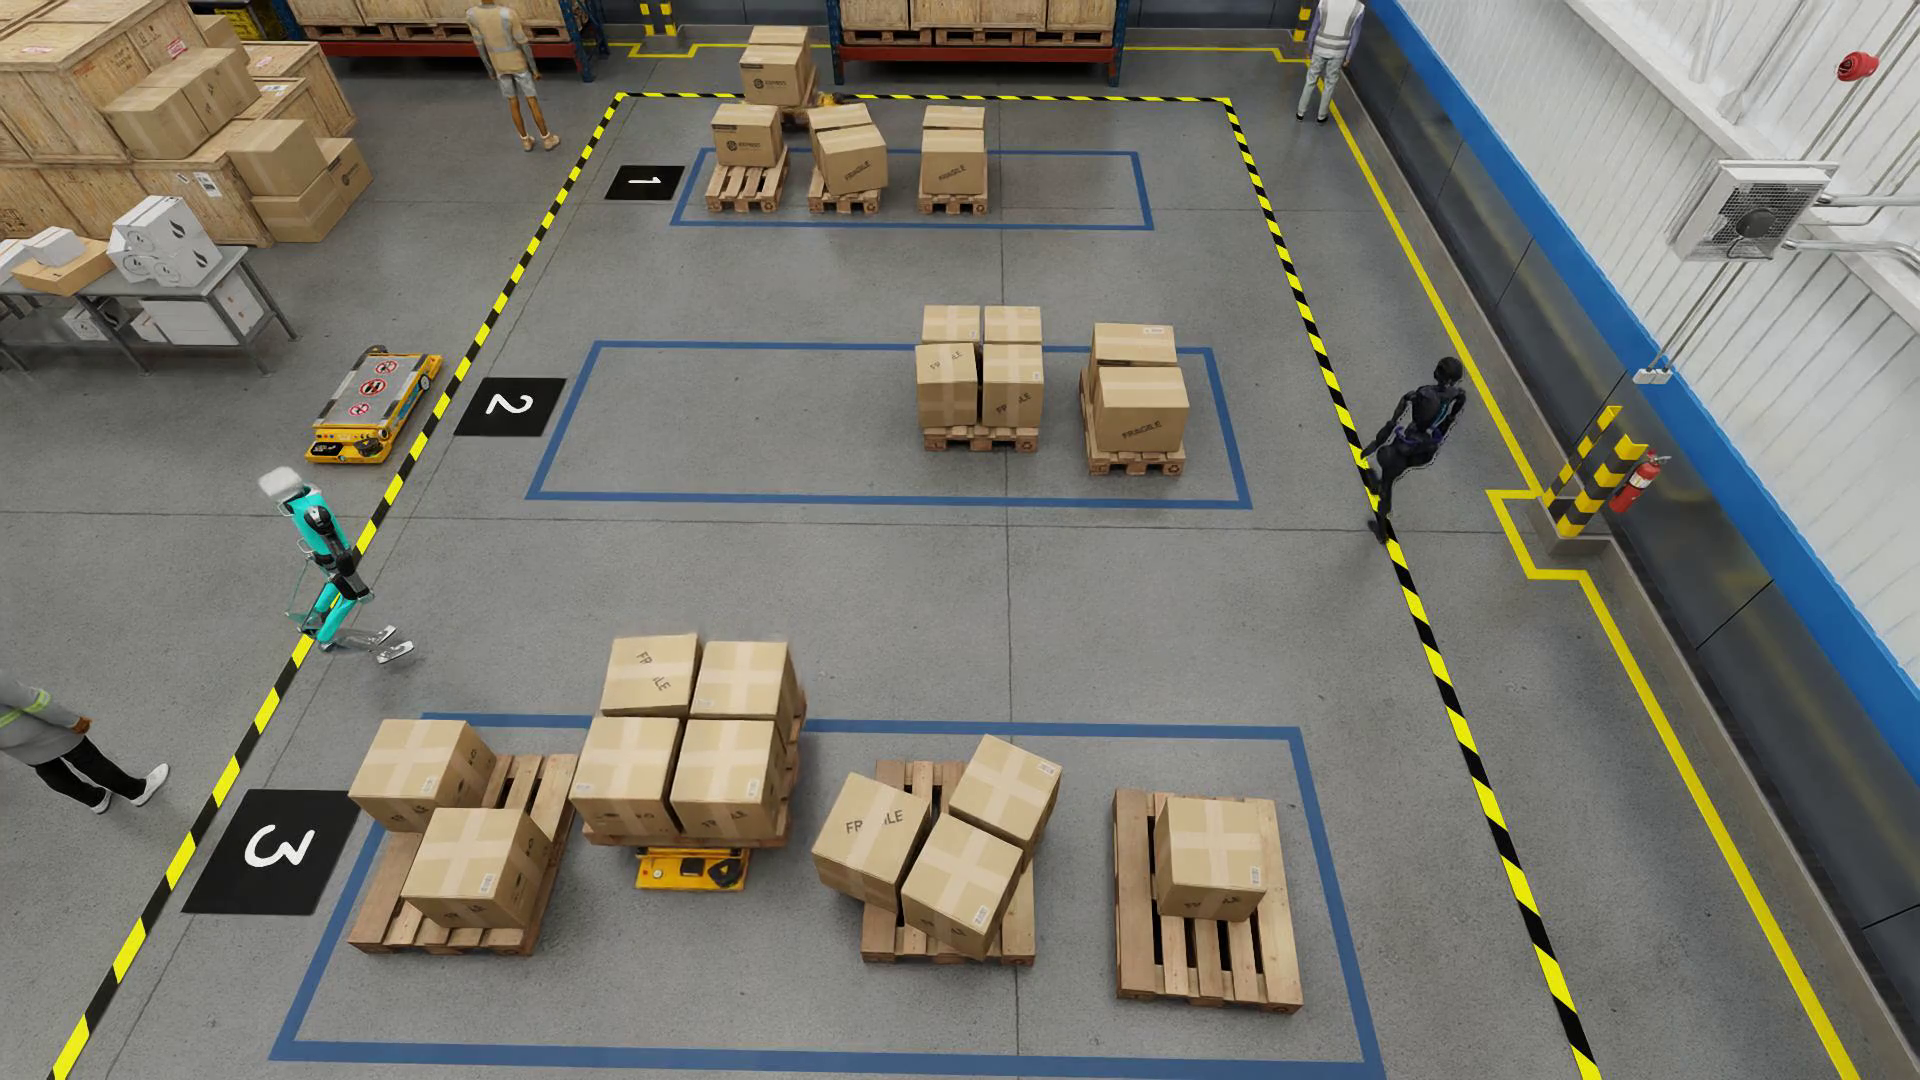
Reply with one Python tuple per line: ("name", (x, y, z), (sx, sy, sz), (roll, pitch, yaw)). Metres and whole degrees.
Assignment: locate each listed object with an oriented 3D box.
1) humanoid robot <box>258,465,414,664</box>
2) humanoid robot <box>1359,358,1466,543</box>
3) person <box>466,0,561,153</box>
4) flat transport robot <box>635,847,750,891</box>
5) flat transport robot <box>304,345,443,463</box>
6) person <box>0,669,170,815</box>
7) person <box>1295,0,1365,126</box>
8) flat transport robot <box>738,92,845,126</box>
("humanoid robot", (-4.277, 0.287, 6.073), (0.533, 1.679, 0.735), (35, 58, 26))
("humanoid robot", (3.449, -0.774, 7.121), (0.585, 1.630, 0.741), (-7, 50, -6))
("person", (-5.414, -5.737, 11.062), (0.613, 2.039, 0.386), (-2, 50, -1))
("flat transport robot", (-1.649, 1.557, 6.031), (0.652, 0.197, 1.431), (1, 50, 1))
("flat transport robot", (-5.383, -1.269, 8.441), (0.659, 0.231, 1.431), (1, 50, 1))
("person", (-5.545, 1.070, 5.424), (0.598, 1.850, 0.393), (-7, 50, -6))
("person", (4.685, -6.209, 11.593), (0.591, 1.837, 0.404), (19, 52, 15))
("flat transport robot", (-2.288, -5.736, 12.202), (1.431, 0.197, 0.652), (1, 50, 1))
